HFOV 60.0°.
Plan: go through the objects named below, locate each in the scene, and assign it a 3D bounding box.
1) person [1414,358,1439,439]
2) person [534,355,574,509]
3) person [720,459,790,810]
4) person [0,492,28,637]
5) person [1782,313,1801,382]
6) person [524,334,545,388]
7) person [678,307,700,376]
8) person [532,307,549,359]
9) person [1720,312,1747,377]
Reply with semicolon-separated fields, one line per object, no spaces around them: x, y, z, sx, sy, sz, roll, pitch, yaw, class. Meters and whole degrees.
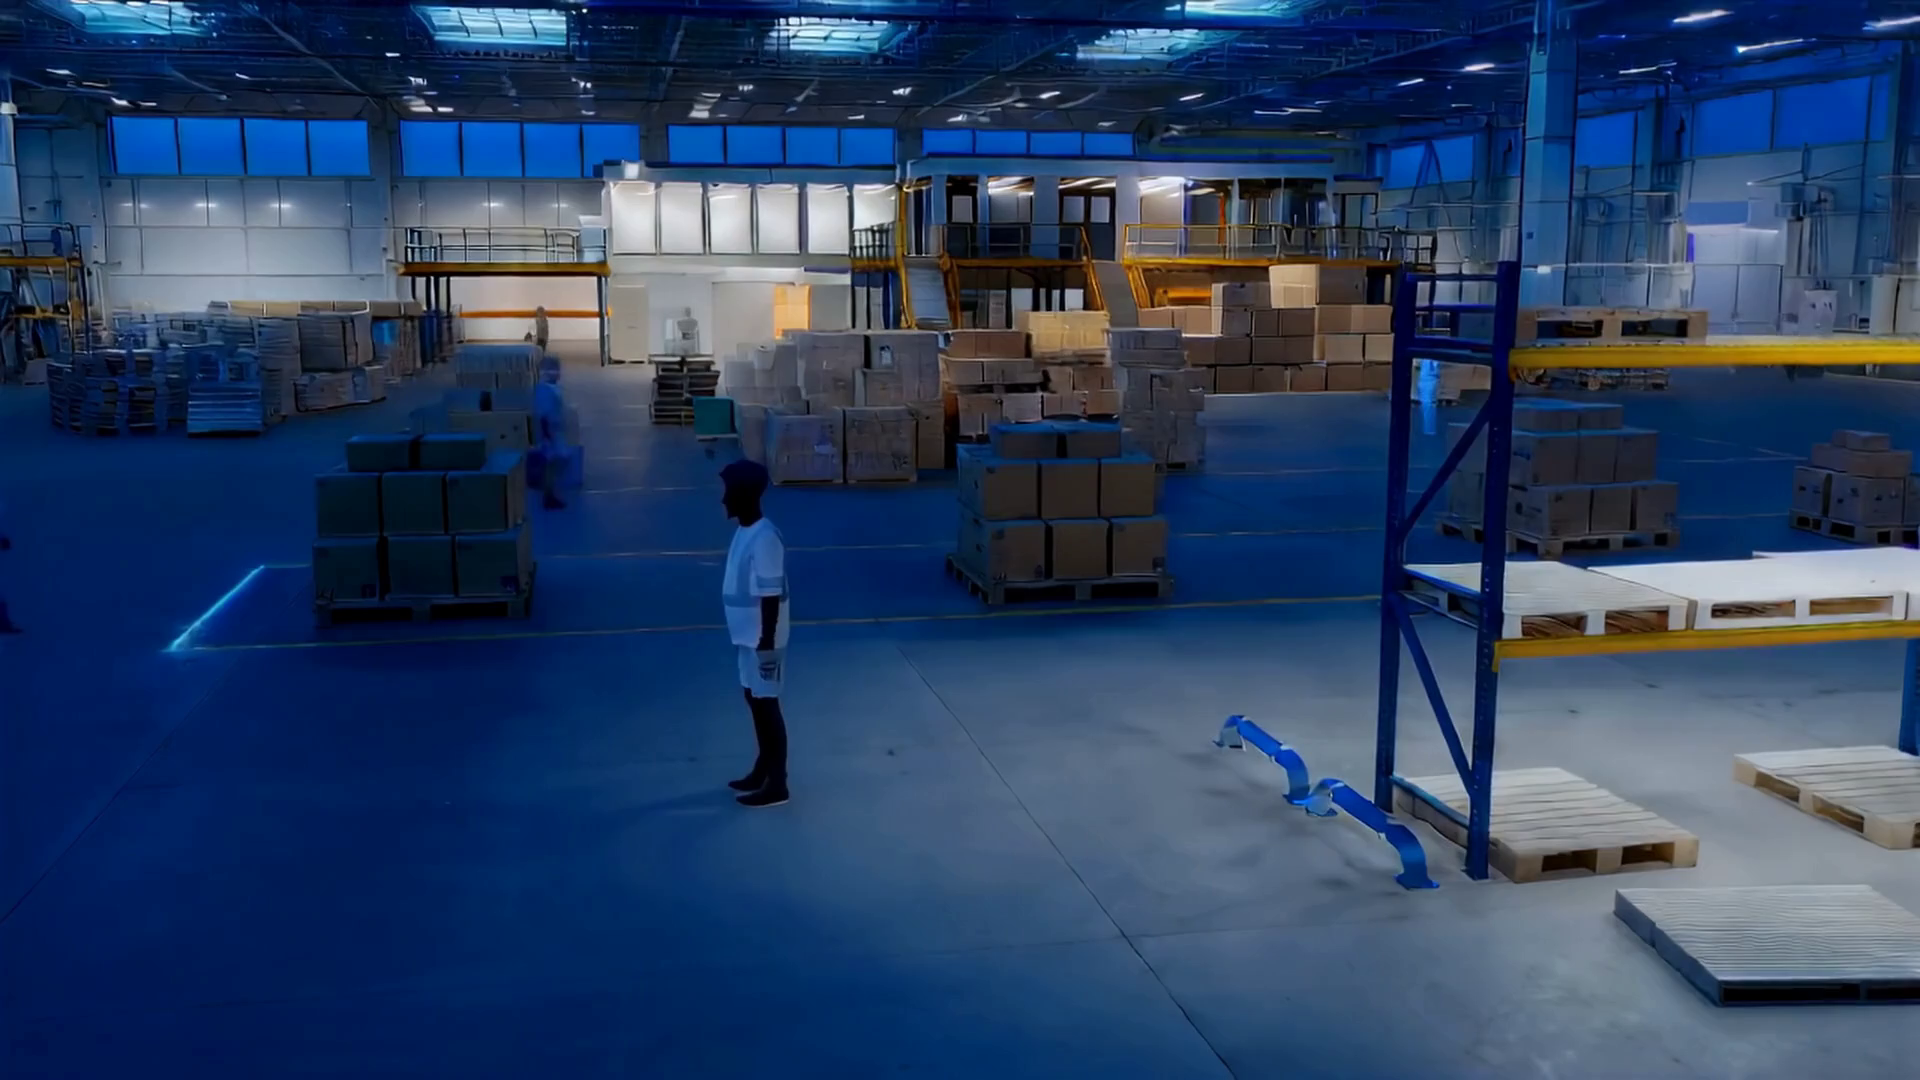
8.227;-2.722;29.242;0.338;1.882;0.582;7;11;35;person
-5.037;-1.328;20.632;0.402;1.920;0.576;2;10;12;person
-1.137;0.521;9.270;0.373;1.960;0.608;-3;10;-20;person
-7.859;0.031;13.273;0.358;1.619;0.775;3;10;18;person
21.804;-5.024;43.519;0.652;1.807;0.540;-5;11;-30;person
-7.572;-2.768;29.701;0.457;1.829;0.666;7;11;36;person
-7.392;-5.382;45.352;0.590;1.920;0.398;-2;10;-12;person
-12.733;-6.160;50.499;0.528;1.802;0.988;-3;10;-17;person
21.387;-5.417;45.979;0.633;1.792;1.010;-1;9;-9;person
